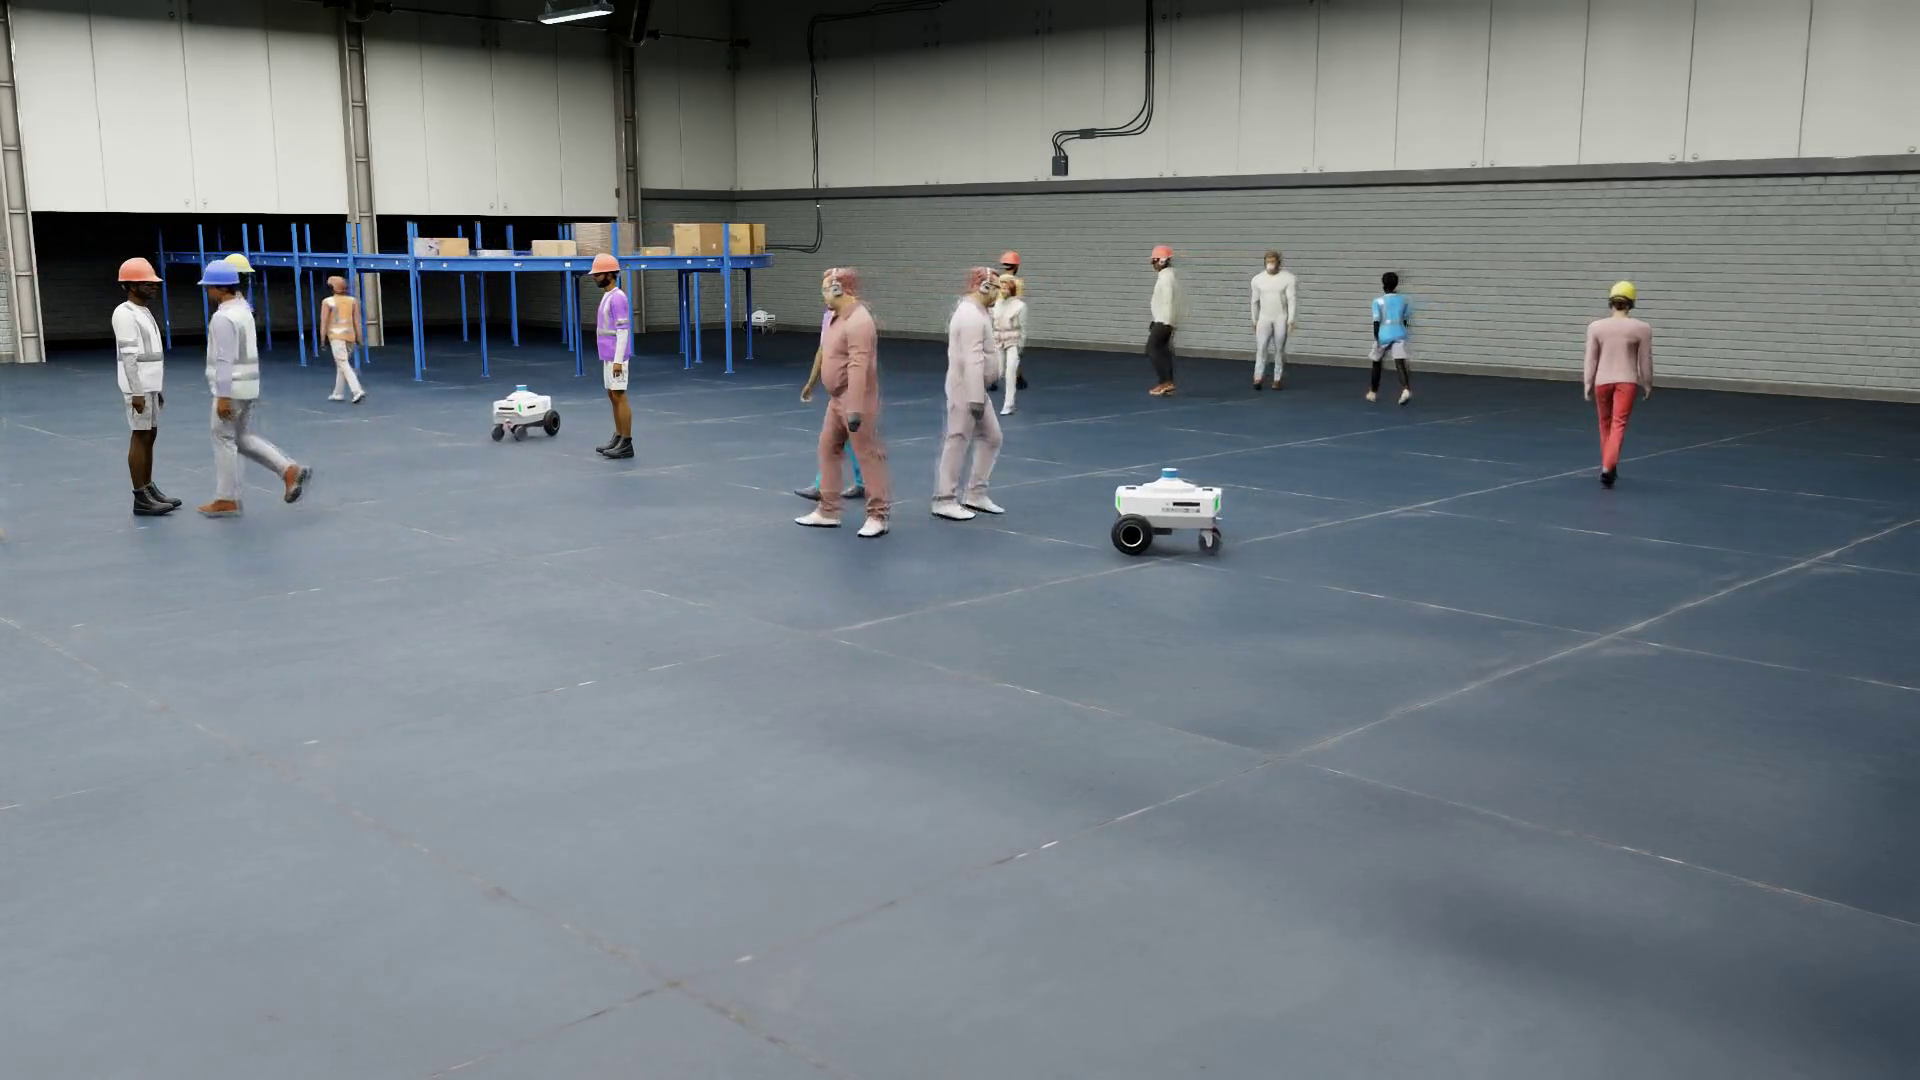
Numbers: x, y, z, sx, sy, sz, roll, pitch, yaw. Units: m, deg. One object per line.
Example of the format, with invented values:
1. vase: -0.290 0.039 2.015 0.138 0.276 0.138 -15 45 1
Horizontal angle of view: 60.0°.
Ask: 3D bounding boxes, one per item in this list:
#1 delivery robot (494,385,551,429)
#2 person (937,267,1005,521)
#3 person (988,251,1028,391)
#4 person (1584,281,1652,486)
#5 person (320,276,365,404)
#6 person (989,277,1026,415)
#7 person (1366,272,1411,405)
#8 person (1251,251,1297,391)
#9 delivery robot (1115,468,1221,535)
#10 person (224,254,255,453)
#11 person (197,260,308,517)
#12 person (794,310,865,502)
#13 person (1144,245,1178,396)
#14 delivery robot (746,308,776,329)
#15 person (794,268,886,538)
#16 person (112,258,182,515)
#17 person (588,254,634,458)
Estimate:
1. delivery robot: -4.607 -1.389 17.519 0.477 0.478 0.707 2 11 13
2. person: 0.112 -1.091 12.440 0.640 1.863 0.757 1 10 3
3. person: 0.624 -2.997 22.784 0.555 1.904 0.961 6 12 29
4. person: 5.623 -1.351 14.257 0.529 1.727 0.902 6 12 31
5. person: -7.818 -2.543 21.083 0.829 1.606 0.524 7 12 32
6. person: 0.597 -2.319 19.847 0.516 1.621 0.557 6 12 31
7. person: 5.439 -2.549 20.978 0.525 1.657 0.893 -2 11 -9
8. person: 4.259 -2.977 22.670 0.644 1.882 0.997 3 11 18
9. delivery robot: 1.415 -0.242 11.254 0.707 0.478 0.477 2 10 9
10. person: -7.063 -1.833 16.329 0.373 1.928 0.584 -5 11 -24
11. person: -5.432 -1.143 12.584 0.704 1.929 0.612 -1 10 -8
12. person: -1.029 -1.207 13.245 0.821 1.811 0.578 -6 12 -30
13. person: 2.656 -2.896 21.994 0.449 1.972 0.621 2 11 11
14. delivery robot: -4.325 -4.798 36.109 0.477 0.478 0.707 -10 14 -44
15. person: -0.854 -0.967 11.756 0.684 1.873 0.741 -4 11 -19
16. person: -6.229 -1.178 12.728 0.360 1.939 0.543 -2 11 -12
17. person: -3.350 -1.765 15.938 0.373 1.933 0.552 -4 11 -22
